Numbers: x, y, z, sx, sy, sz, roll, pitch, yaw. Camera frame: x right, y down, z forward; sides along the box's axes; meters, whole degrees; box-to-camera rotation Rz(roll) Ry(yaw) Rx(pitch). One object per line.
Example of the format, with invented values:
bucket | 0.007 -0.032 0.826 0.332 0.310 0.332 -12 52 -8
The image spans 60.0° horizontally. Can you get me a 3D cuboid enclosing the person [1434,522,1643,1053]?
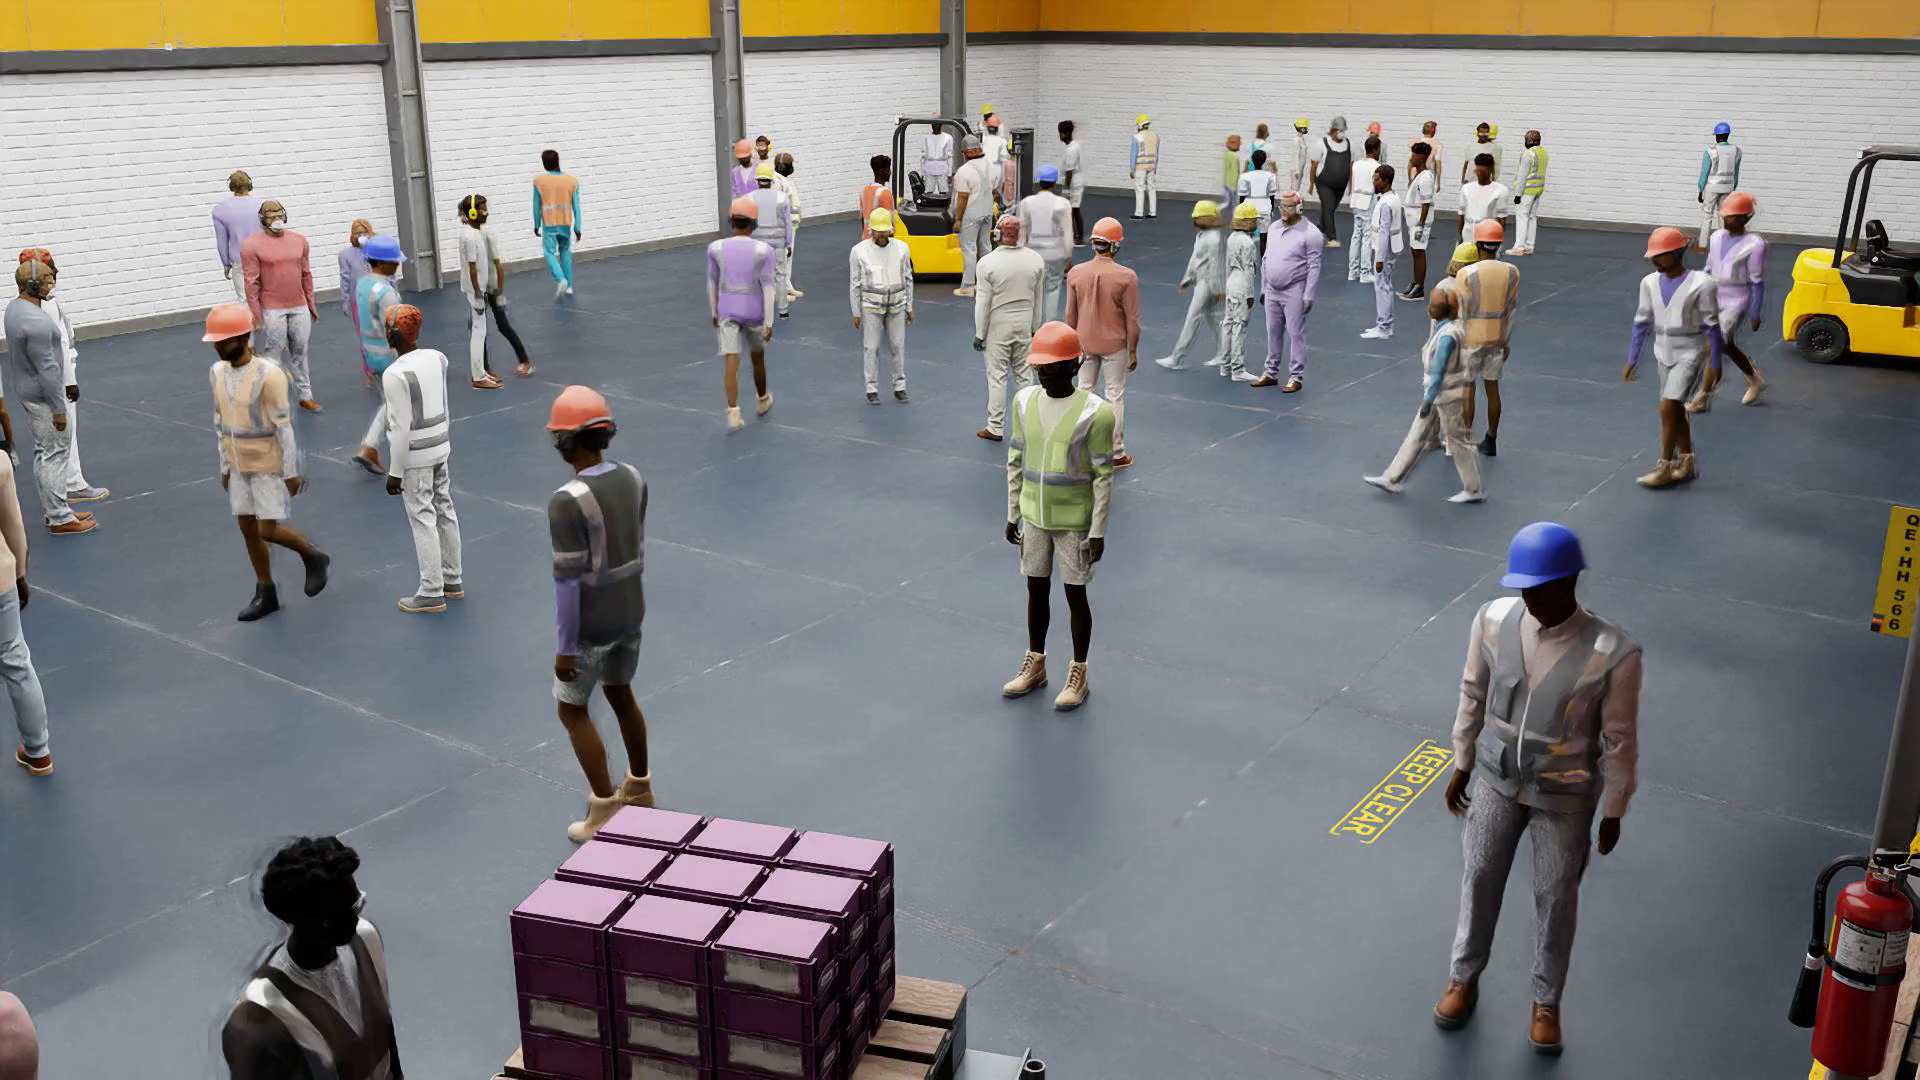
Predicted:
person | 1.998 0.854 5.776 0.626 1.929 0.455 16 24 41

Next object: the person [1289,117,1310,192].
person | 5.832 -6.370 28.626 0.311 1.769 0.522 6 19 17

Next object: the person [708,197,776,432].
person | -1.895 -1.987 14.562 0.631 1.992 1.045 1 18 4

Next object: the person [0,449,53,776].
person | -4.600 0.216 7.662 0.392 1.990 0.612 13 22 34

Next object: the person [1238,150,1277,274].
person | 4.087 -4.518 22.946 0.535 1.697 0.318 -1 18 -2

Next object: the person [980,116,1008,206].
person | 0.507 -5.949 27.122 0.553 1.882 0.988 1 18 5

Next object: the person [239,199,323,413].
person | -6.056 -2.069 14.891 0.357 1.938 0.637 15 23 39

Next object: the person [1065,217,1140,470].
person | 1.132 -1.541 13.151 0.614 1.994 0.381 8 20 24

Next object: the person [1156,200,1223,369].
person | 2.415 -2.575 16.863 0.836 1.704 0.487 -1 18 -3

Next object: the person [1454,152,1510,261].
person | 6.095 -3.541 19.461 0.638 1.963 0.361 16 24 40

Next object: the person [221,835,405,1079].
person | -1.571 1.498 4.139 0.384 1.685 0.554 4 18 13

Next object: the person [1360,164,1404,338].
person | 4.715 -3.192 18.457 0.388 1.912 0.590 6 19 18

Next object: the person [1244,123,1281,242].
person | 4.756 -5.619 26.177 0.438 1.823 0.575 -15 23 -39

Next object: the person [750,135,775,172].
person | -2.715 -4.679 23.167 0.520 1.873 0.328 4 18 11

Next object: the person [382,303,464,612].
person | -3.268 -0.491 10.049 0.353 1.883 0.573 4 18 13

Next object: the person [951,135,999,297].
person | 0.135 -4.144 21.218 0.536 2.000 0.672 16 24 41

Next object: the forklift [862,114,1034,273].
forklift | -0.171 -4.594 22.377 2.313 2.155 1.214 1 18 3

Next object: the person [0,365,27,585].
person | -6.089 -0.538 10.229 0.507 1.863 0.332 -11 21 -31

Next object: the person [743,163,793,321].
person | -2.252 -3.480 19.475 0.586 1.835 0.403 -2 18 -6

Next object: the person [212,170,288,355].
person | -7.474 -2.915 17.538 0.630 1.940 0.373 -5 18 -14

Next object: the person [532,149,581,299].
person | -5.093 -4.011 21.076 0.581 1.869 0.852 -11 21 -32

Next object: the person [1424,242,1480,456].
person | 4.075 -1.566 13.634 0.314 1.743 0.493 -10 20 -28

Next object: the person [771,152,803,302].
person | -2.199 -3.933 20.894 0.428 1.839 0.626 3 18 9

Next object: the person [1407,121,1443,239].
person | 7.389 -5.719 26.495 0.584 1.843 0.419 16 24 41

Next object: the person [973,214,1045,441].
person | 0.391 -1.789 14.071 0.642 1.909 0.408 -10 20 -28

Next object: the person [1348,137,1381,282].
person | 5.445 -4.423 22.289 0.392 1.920 0.592 -8 19 -22

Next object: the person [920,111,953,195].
person | -0.388 -6.053 27.353 0.542 1.939 0.362 2 18 7

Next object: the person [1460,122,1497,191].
person | 8.103 -5.587 26.034 0.515 1.860 0.326 4 18 12

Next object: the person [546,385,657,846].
person | -1.580 0.335 7.242 0.410 2.022 0.627 7 19 21

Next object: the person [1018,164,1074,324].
person | 0.934 -3.140 18.249 0.615 1.930 0.520 8 19 24

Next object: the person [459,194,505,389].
person | -4.628 -2.385 16.013 0.331 1.864 0.505 -5 18 -14

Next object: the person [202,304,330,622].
person | -4.175 -0.474 9.938 0.549 1.919 0.537 8 19 24

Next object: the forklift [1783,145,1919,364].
forklift | 9.803 -2.879 17.013 2.313 2.155 1.214 12 21 33

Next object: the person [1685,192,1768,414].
person | 7.044 -2.148 15.044 0.994 2.008 0.599 -5 18 -14

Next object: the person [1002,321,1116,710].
person | 0.490 -0.120 8.629 0.612 2.043 0.374 12 21 32

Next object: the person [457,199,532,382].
person | -4.609 -2.487 16.445 0.598 1.814 0.721 11 21 30

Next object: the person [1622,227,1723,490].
person | 5.423 -1.380 12.670 0.800 1.977 0.639 -9 20 -26

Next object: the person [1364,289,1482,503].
person | 3.510 -1.053 12.283 0.871 1.590 0.531 2 18 7

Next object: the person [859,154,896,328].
person | -0.917 -3.427 19.093 0.369 1.967 0.600 -11 21 -31

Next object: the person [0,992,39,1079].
person | -2.228 1.537 3.635 0.629 1.932 0.365 2 18 6

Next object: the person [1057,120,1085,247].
person | 1.702 -5.446 25.485 0.524 1.923 0.616 0 18 -1

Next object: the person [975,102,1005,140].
person | 0.568 -7.076 30.599 0.606 1.911 0.599 7 19 21

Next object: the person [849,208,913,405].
person | -0.719 -2.155 15.362 0.602 1.819 0.403 -6 19 -18

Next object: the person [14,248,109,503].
person | -6.694 -1.210 12.297 0.573 1.883 0.354 14 23 38

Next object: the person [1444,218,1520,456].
person | 4.229 -1.634 13.535 0.551 1.935 0.373 -4 18 -13

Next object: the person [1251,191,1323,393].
person | 3.108 -2.366 15.874 0.404 1.911 0.636 -15 23 -38

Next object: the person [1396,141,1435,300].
person | 5.756 -4.002 20.892 0.374 1.966 0.607 3 18 9

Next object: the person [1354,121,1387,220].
person | 6.867 -6.121 27.870 0.561 1.750 0.331 -3 18 -8

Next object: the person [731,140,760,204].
person | -2.724 -4.330 22.023 0.591 1.904 0.649 7 19 22

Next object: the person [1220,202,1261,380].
person | 2.783 -2.454 16.412 0.294 1.744 0.484 -5 18 -15

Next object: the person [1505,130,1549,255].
person | 8.465 -5.167 24.767 0.636 1.830 0.429 -17 24 -42

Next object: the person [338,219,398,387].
person | -5.734 -2.313 16.175 0.520 1.620 0.438 -5 18 -15

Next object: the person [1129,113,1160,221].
person | 3.178 -6.459 28.824 0.610 1.823 0.407 -11 21 -30

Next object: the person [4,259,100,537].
person | -6.297 -0.969 11.482 0.392 1.929 0.630 -15 23 -39

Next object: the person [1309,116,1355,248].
person | 5.752 -5.606 25.791 0.692 2.000 1.045 -5 18 -14

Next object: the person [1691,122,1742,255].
person | 11.275 -5.226 24.773 0.604 1.939 0.416 -2 18 -7
